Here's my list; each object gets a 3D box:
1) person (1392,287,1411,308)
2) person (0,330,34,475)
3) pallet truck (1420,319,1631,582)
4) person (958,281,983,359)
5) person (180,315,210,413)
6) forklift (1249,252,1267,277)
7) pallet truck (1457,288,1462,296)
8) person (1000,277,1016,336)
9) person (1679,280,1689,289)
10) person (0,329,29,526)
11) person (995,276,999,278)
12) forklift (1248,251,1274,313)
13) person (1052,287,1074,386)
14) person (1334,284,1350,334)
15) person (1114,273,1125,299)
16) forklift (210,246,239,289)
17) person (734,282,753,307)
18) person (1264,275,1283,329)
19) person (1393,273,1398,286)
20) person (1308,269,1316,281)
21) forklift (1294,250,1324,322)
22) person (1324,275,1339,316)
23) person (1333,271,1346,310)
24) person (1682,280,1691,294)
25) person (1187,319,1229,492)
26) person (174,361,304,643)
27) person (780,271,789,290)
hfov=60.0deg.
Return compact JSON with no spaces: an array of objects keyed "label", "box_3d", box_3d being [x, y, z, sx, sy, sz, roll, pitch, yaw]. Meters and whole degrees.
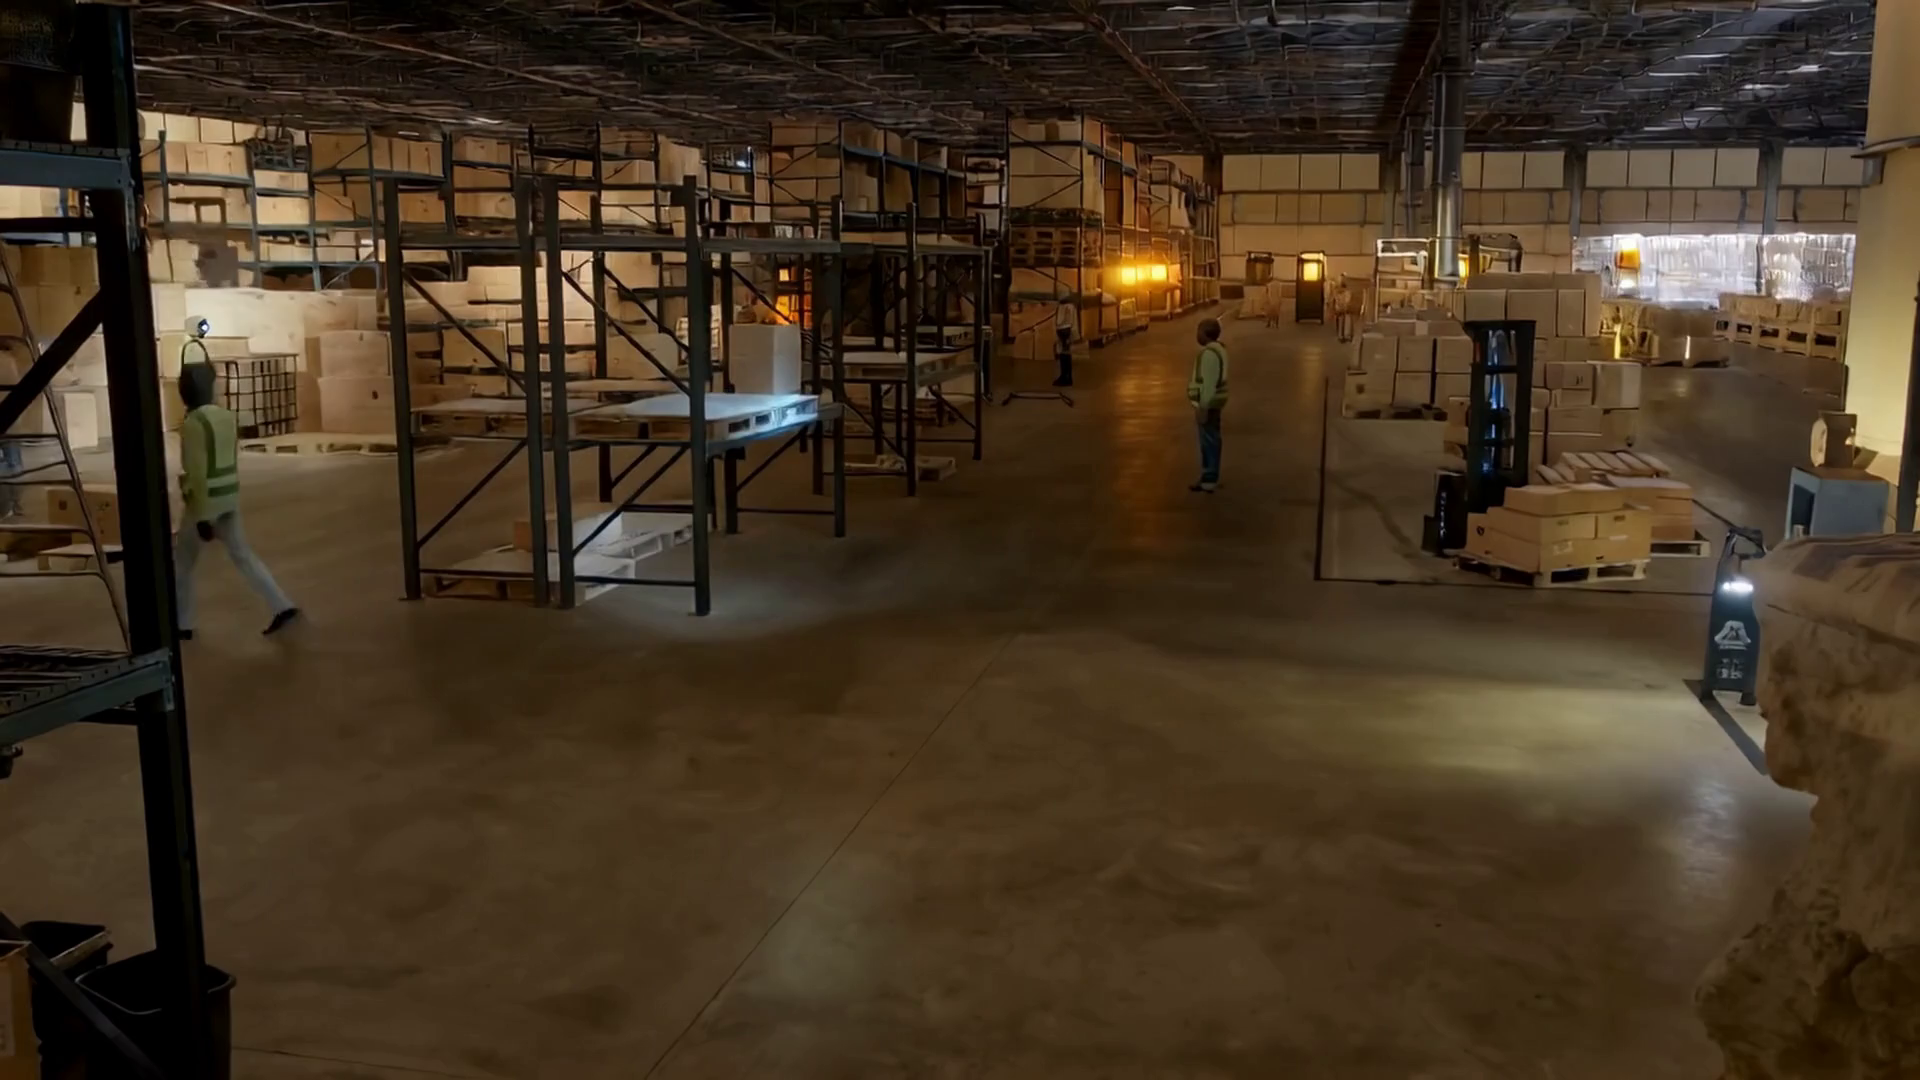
[{"label":"person","box_3d":[12.492,-6.321,47.127,0.540,1.699,0.316,6,11,33]},{"label":"person","box_3d":[-10.850,-1.567,18.925,0.375,1.707,0.518,3,10,17]},{"label":"pallet truck","box_3d":[4.543,-0.757,13.299,0.823,1.965,1.885,-4,10,-22]},{"label":"person","box_3d":[0.276,-5.462,41.335,0.654,1.937,0.607,1,10,6]},{"label":"person","box_3d":[-8.706,-1.649,19.031,0.343,1.847,0.507,-7,12,-36]},{"label":"forklift","box_3d":[15.544,-13.622,86.868,1.129,2.768,1.873,2,10,12]},{"label":"pallet truck","box_3d":[20.506,-9.785,68.819,0.653,1.274,1.630,2,10,12]},{"label":"person","box_3d":[1.538,-7.234,51.917,0.407,1.910,0.639,-8,12,-39]},{"label":"person","box_3d":[31.443,-10.598,72.200,1.008,1.779,0.583,2,10,13]},{"label":"person","box_3d":[-8.915,-1.087,15.476,0.369,1.932,0.623,-7,12,-35]},{"label":"person","box_3d":[2.221,-14.419,95.009,0.592,1.720,0.534,-9,13,-44]},{"label":"forklift","box_3d":[13.385,-11.375,73.564,1.129,2.768,1.873,2,10,12]},{"label":"person","box_3d":[2.030,-3.977,32.540,0.360,1.939,0.543,-3,10,-18]},{"label":"person","box_3d":[12.735,-7.706,55.477,0.538,1.644,0.886,2,10,12]},{"label":"person","box_3d":[7.997,-12.581,83.643,0.654,1.885,0.709,1,10,5]},{"label":"forklift","box_3d":[-20.433,-6.772,46.305,1.129,2.768,1.873,5,11,28]},{"label":"person","box_3d":[-6.537,-6.914,50.061,0.642,1.903,0.990,3,10,20]},{"label":"person","box_3d":[11.177,-8.494,59.387,0.641,1.908,0.407,2,10,11]},{"label":"person","box_3d":[23.087,-13.288,88.290,0.485,1.735,0.347,-6,12,-34]},{"label":"person","box_3d":[19.648,-14.130,92.669,0.545,1.938,0.357,-8,12,-39]},{"label":"forklift","box_3d":[13.778,-10.002,65.433,1.129,2.768,1.873,2,10,12]},{"label":"person","box_3d":[16.258,-10.703,72.801,0.610,1.794,0.802,1,10,6]},{"label":"person","box_3d":[18.016,-11.807,79.009,0.626,1.900,0.951,1,10,6]},{"label":"person","box_3d":[31.828,-10.764,72.892,0.431,1.881,0.670,8,13,41]},{"label":"person","box_3d":[2.636,-1.430,17.752,0.429,1.841,0.633,3,10,18]},{"label":"person","box_3d":[-4.745,-0.230,10.668,0.973,1.849,0.581,1,10,7]},{"label":"person","box_3d":[-6.458,-8.952,61.737,0.621,2.022,0.631,-1,10,-8]}]
